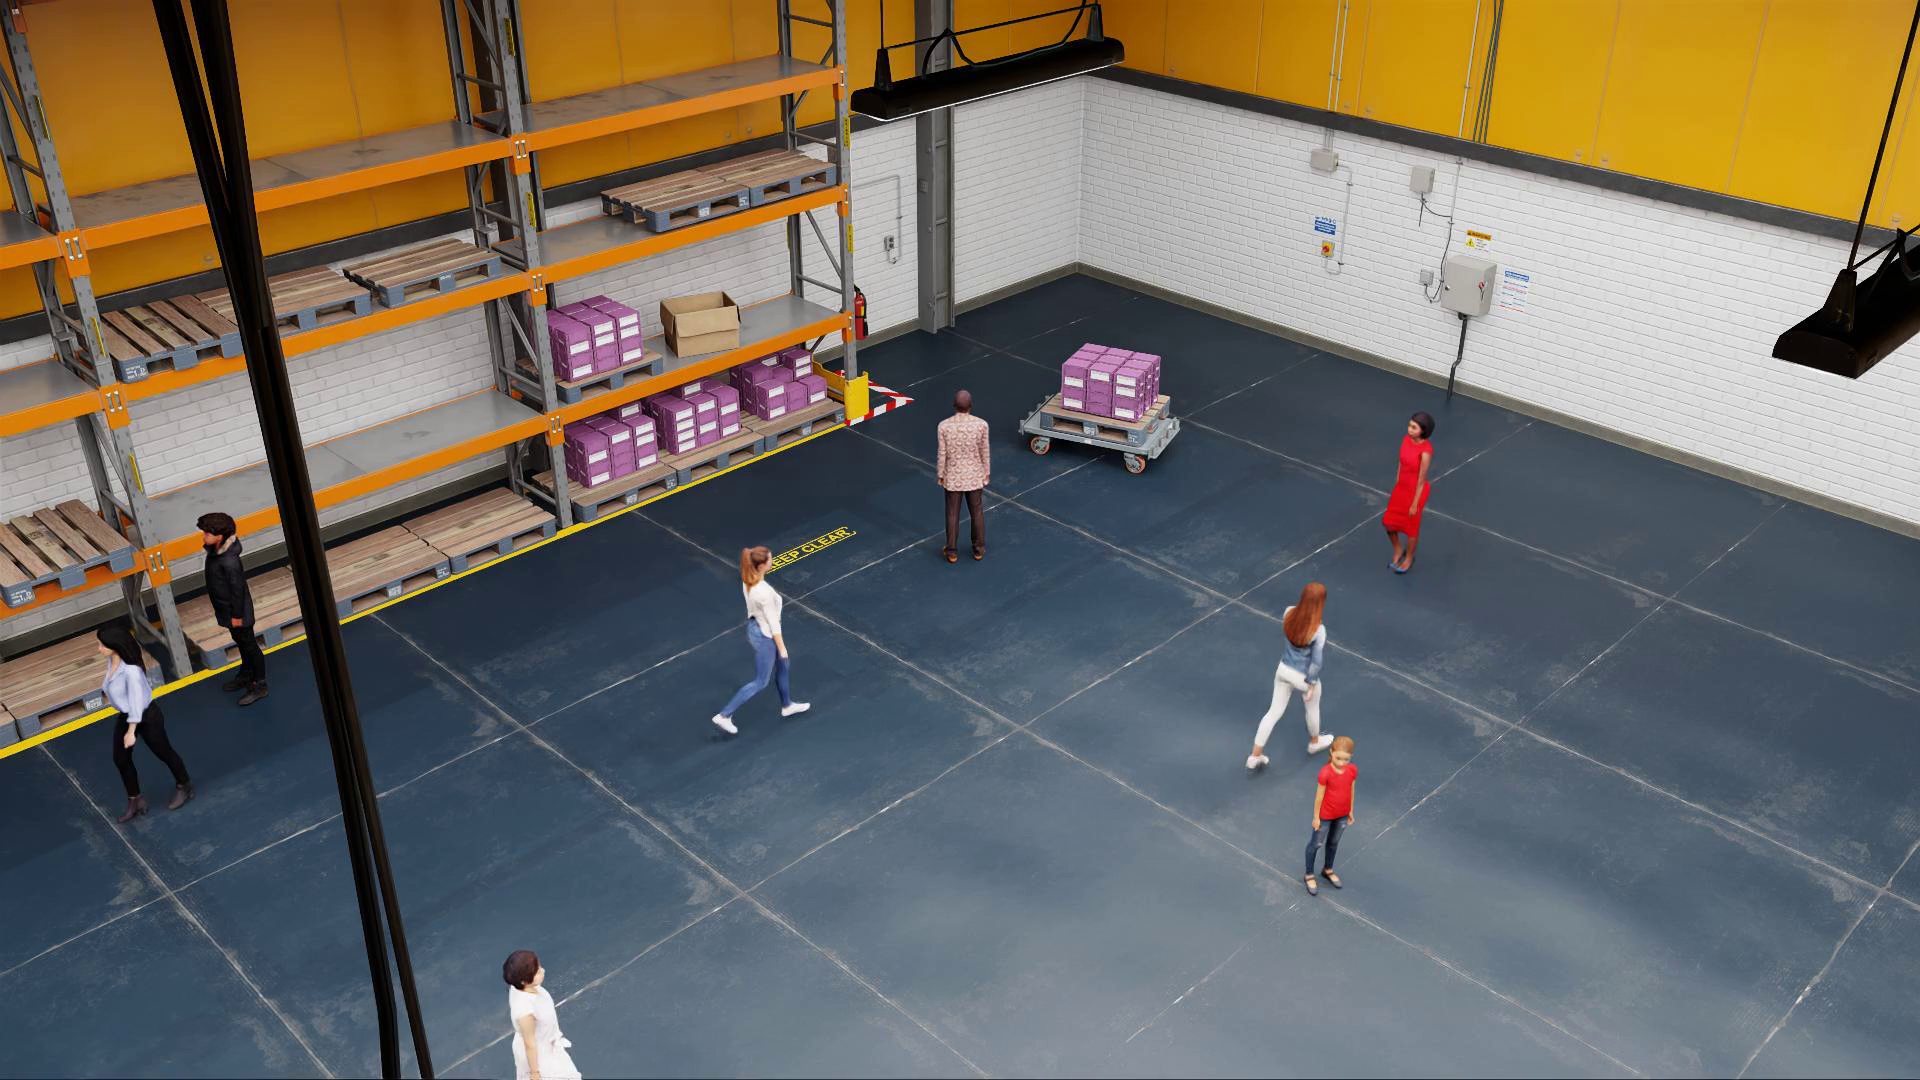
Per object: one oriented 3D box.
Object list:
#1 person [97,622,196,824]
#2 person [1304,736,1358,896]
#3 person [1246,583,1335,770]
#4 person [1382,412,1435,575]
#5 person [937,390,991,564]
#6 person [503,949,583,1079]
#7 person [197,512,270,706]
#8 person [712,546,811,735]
[{"bbox_3d":[-6.206,1.362,12.800,0.700,1.722,0.848,20,34,32],"label":"person"},{"bbox_3d":[2.704,1.971,12.113,0.523,1.310,0.610,-9,30,-16],"label":"person"},{"bbox_3d":[2.624,1.123,13.299,1.123,1.662,0.680,-22,35,-34],"label":"person"},{"bbox_3d":[4.436,-0.450,16.112,0.721,1.731,0.696,-12,31,-21],"label":"person"},{"bbox_3d":[0.036,-0.624,16.351,0.746,1.808,0.832,-3,29,-6],"label":"person"},{"bbox_3d":[-2.585,3.068,9.870,1.040,1.532,0.799,-10,30,-18],"label":"person"},{"bbox_3d":[-6.208,0.550,14.226,0.620,1.781,0.631,-22,35,-34],"label":"person"},{"bbox_3d":[-1.700,0.859,13.755,1.184,1.690,0.913,-10,30,-18],"label":"person"}]
